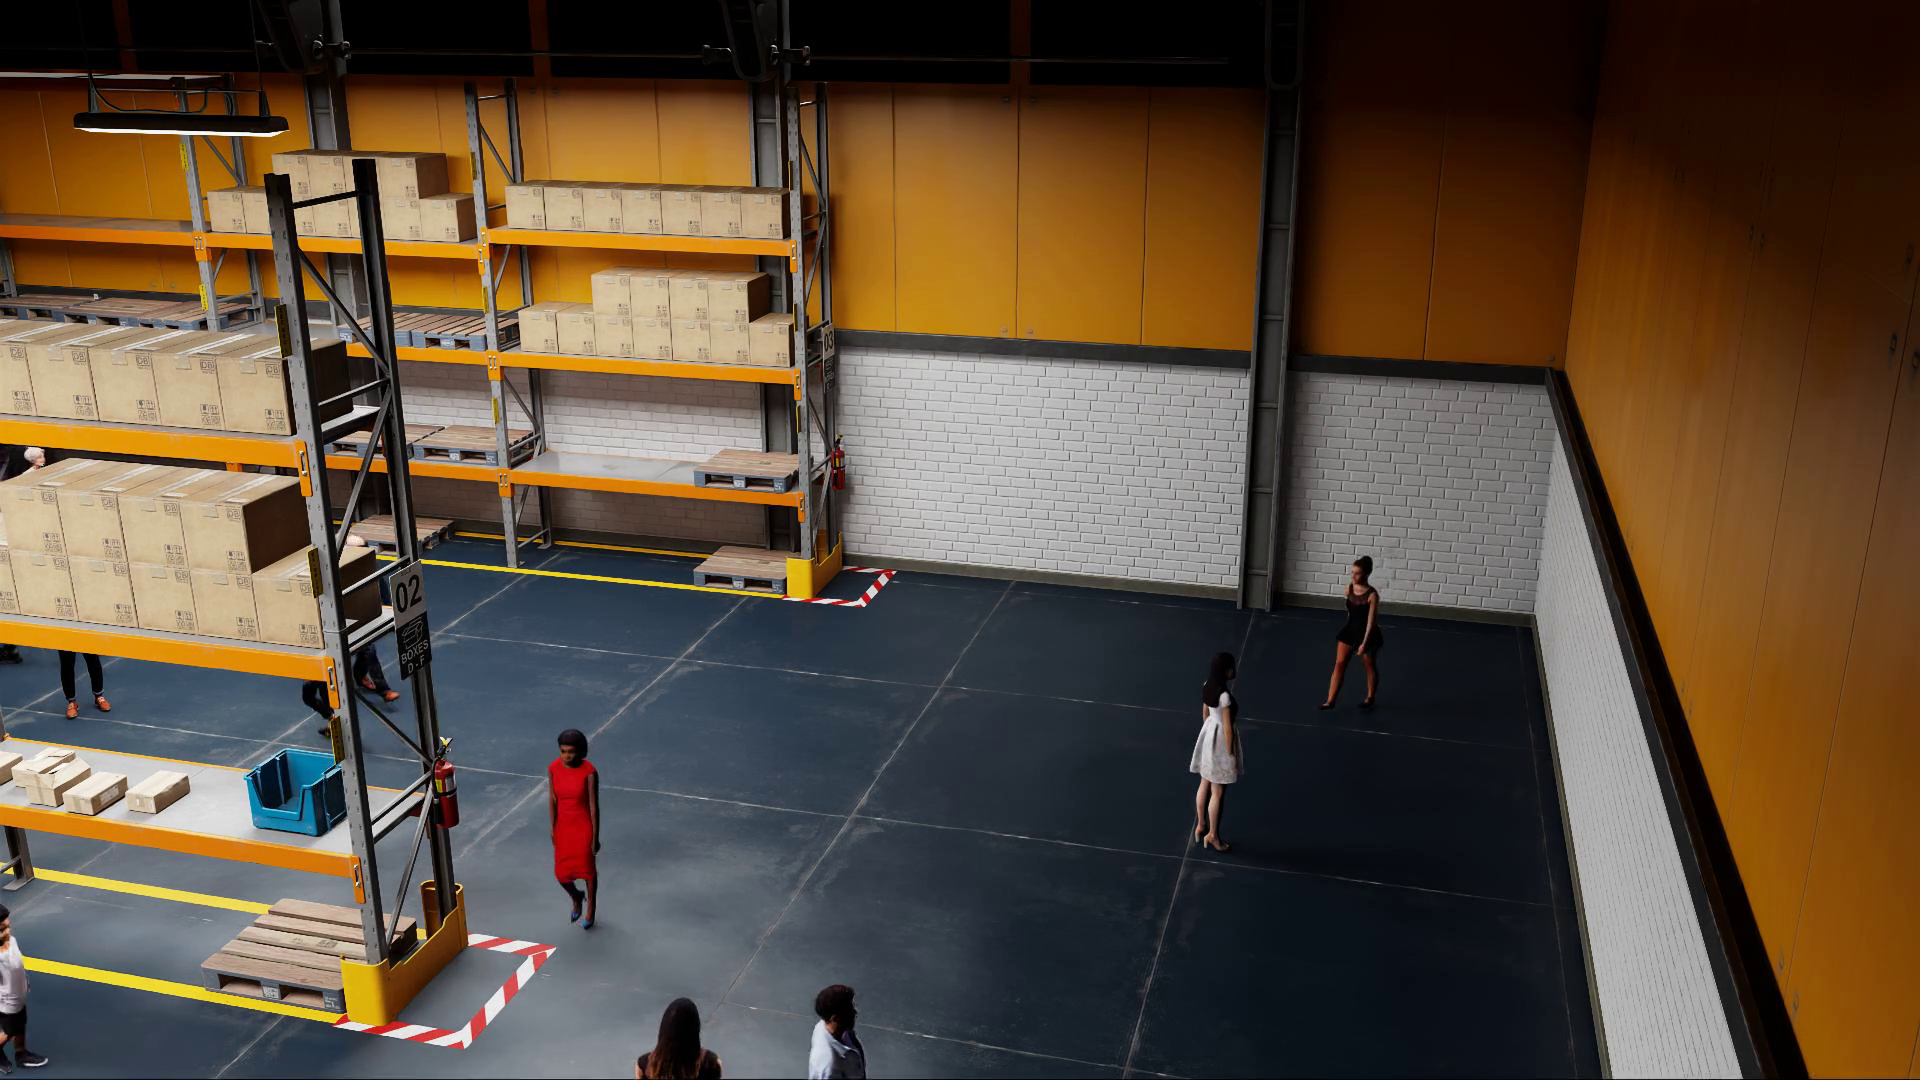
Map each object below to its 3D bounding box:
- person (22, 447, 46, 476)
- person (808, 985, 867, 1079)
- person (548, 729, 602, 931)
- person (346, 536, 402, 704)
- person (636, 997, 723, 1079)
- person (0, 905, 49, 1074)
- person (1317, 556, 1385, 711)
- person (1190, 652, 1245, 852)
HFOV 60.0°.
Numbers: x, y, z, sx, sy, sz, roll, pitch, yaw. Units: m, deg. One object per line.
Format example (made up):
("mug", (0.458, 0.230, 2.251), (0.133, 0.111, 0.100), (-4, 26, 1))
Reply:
("person", (-11.302, -0.289, 20.424), (0.802, 1.742, 0.652), (6, 19, 16))
("person", (-0.705, 3.356, 9.496), (0.675, 1.808, 0.754), (1, 19, 4))
("person", (-2.947, 2.226, 12.977), (0.579, 1.728, 0.687), (3, 19, 9))
("person", (-6.206, 0.793, 17.188), (1.260, 1.756, 0.984), (13, 23, 34))
("person", (-1.576, 3.417, 9.473), (0.657, 1.708, 0.792), (-2, 19, -6))
("person", (-6.525, 3.043, 11.299), (0.631, 1.251, 0.547), (1, 19, 3))
("person", (4.137, 0.956, 16.874), (0.958, 1.649, 0.961), (-15, 24, -38))
("person", (2.201, 1.793, 14.193), (0.810, 1.773, 0.773), (-6, 20, -18))
